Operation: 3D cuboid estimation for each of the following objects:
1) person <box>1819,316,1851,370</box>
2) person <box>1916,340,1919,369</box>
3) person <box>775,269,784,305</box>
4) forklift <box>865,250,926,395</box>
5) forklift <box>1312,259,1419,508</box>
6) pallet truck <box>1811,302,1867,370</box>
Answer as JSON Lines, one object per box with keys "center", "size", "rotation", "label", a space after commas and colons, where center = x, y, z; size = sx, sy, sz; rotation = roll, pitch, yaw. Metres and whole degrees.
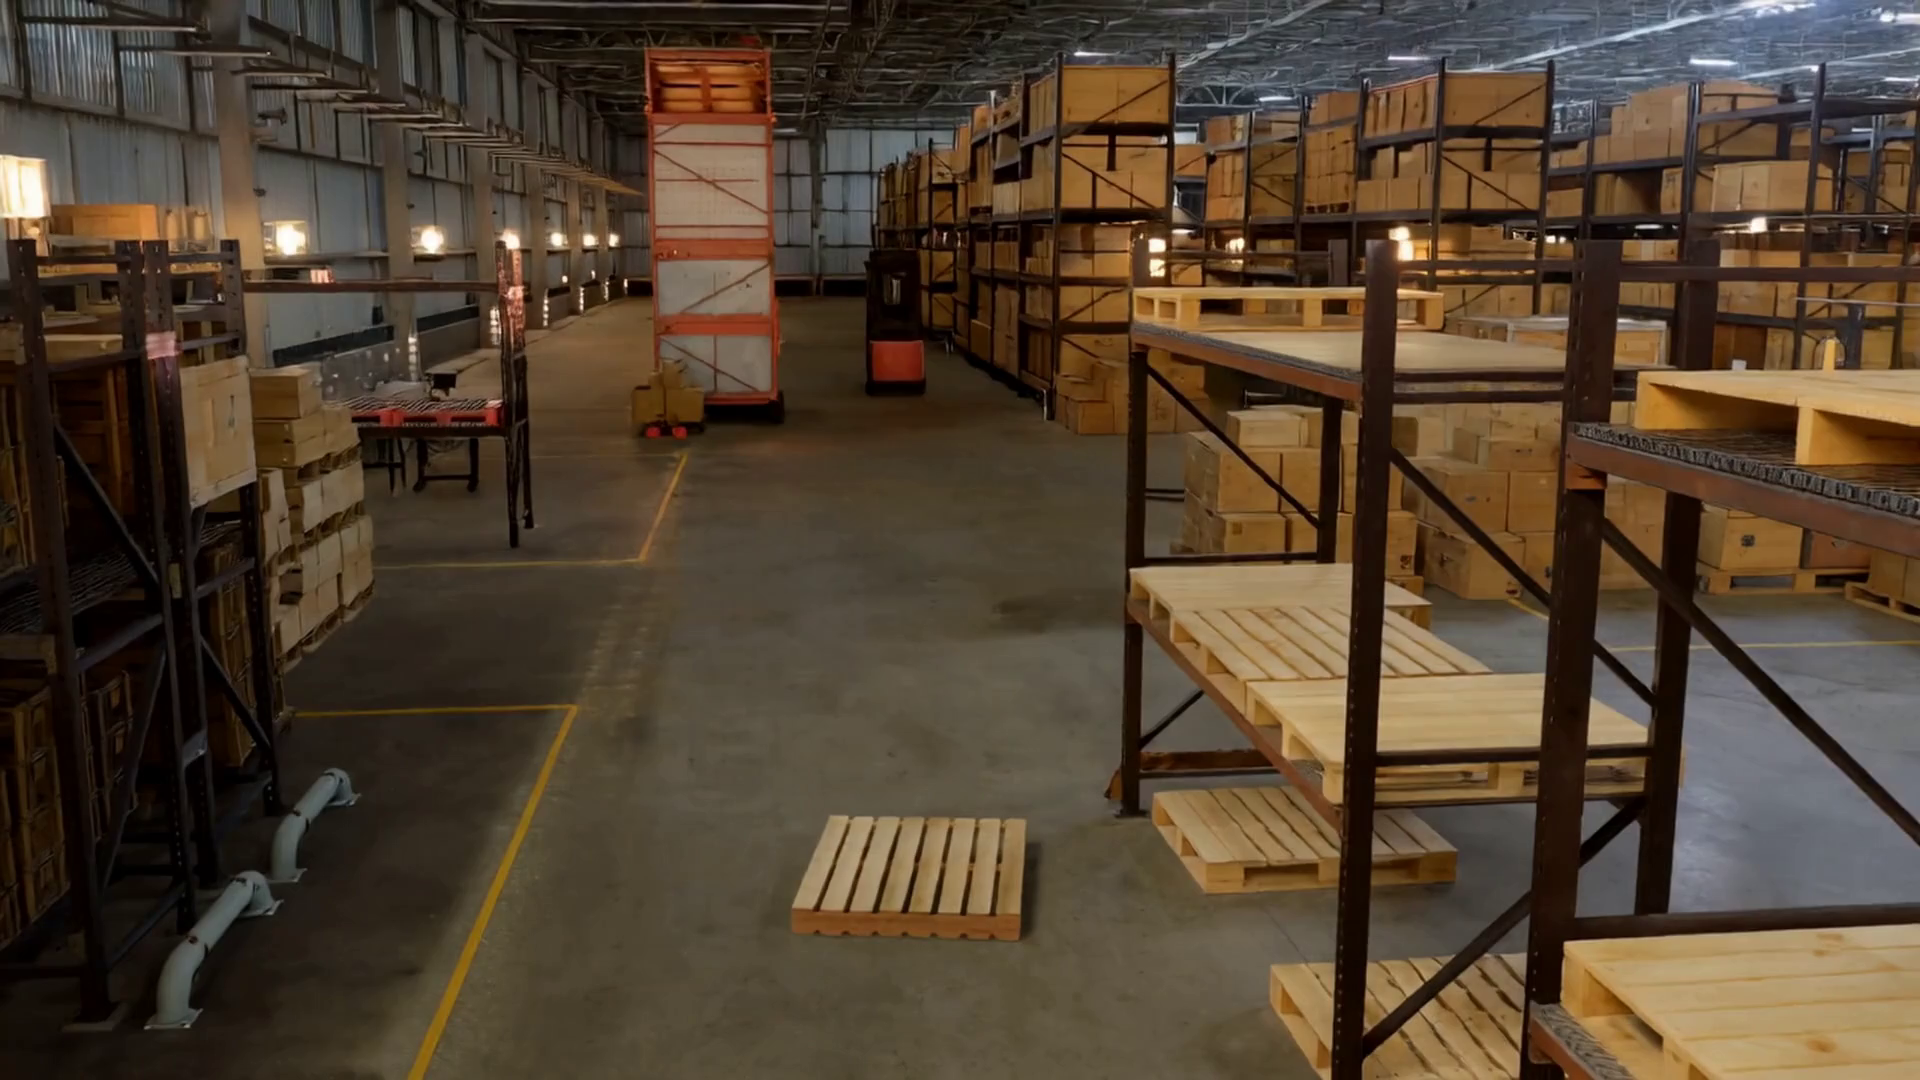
{"center": [13.030, -2.382, 24.833], "size": [0.587, 1.911, 0.397], "rotation": [-10, 14, -43], "label": "person"}
{"center": [16.144, -2.826, 27.647], "size": [0.973, 1.789, 0.628], "rotation": [3, 11, 18], "label": "person"}
{"center": [-8.757, -11.876, 78.025], "size": [0.880, 1.694, 0.509], "rotation": [-3, 11, -14], "label": "person"}
{"center": [-1.282, -4.310, 32.815], "size": [1.129, 2.768, 1.873], "rotation": [-1, 10, -6], "label": "forklift"}
{"center": [4.186, -1.787, 18.836], "size": [1.873, 2.768, 1.129], "rotation": [0, 10, 2], "label": "forklift"}
{"center": [15.846, -3.142, 28.793], "size": [1.885, 1.965, 0.823], "rotation": [2, 10, 12], "label": "pallet truck"}
